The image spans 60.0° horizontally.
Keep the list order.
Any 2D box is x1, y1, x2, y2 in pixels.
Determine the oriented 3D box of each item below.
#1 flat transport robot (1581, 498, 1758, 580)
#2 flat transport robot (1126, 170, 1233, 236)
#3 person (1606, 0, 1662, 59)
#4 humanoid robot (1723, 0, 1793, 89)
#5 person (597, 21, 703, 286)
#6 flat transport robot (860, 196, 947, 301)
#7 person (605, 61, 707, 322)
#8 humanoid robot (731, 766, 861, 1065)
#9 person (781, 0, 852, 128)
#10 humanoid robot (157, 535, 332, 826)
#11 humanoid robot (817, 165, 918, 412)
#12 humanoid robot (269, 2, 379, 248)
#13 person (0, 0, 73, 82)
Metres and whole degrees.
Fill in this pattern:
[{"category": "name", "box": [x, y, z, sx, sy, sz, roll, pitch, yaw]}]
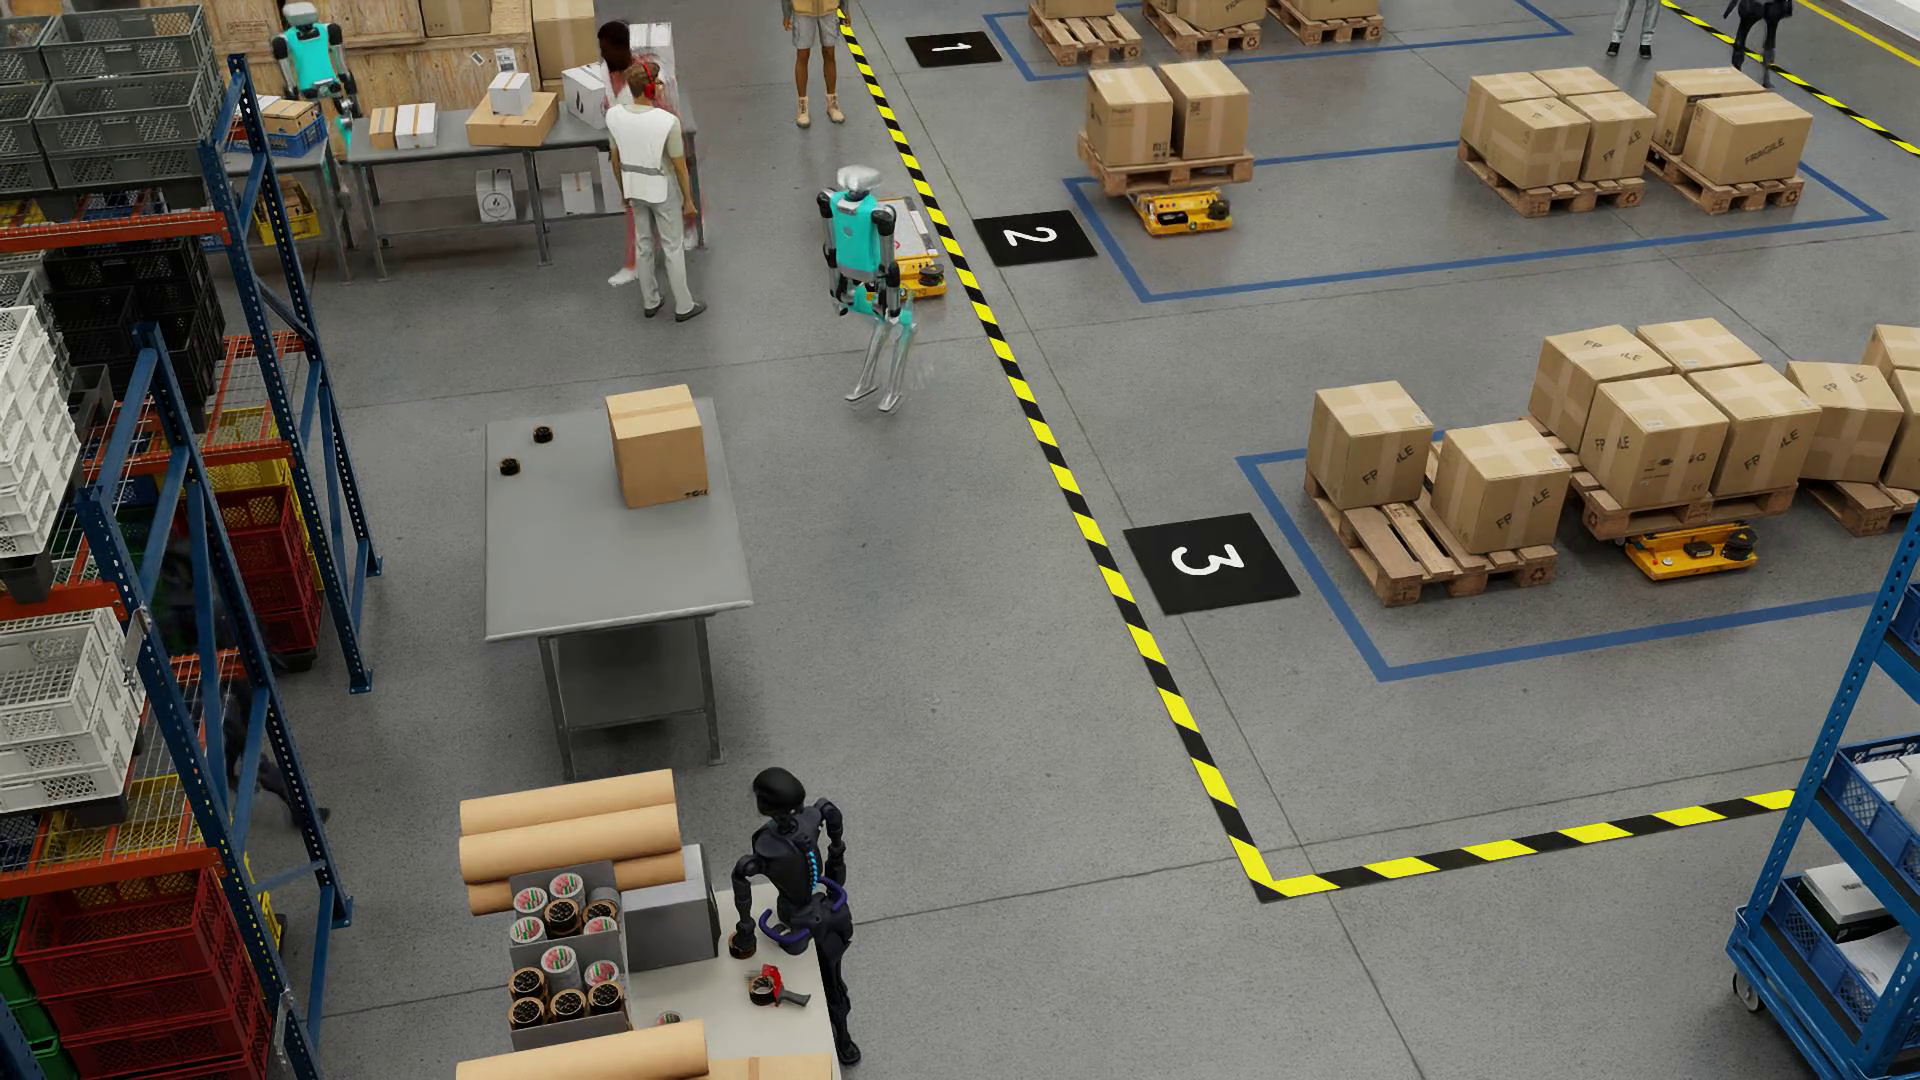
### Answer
[{"category": "flat transport robot", "box": [4.062, -0.294, 9.926, 0.652, 0.197, 1.431, -8, 37, -10]}, {"category": "flat transport robot", "box": [1.647, -2.876, 13.396, 0.652, 0.197, 1.431, -8, 37, -10]}, {"category": "person", "box": [6.486, -5.425, 15.543, 0.588, 1.821, 0.403, 10, 38, 13]}, {"category": "humanoid robot", "box": [7.210, -4.820, 14.857, 0.613, 1.644, 0.487, -4, 37, -5]}, {"category": "person", "box": [-2.290, -2.857, 12.049, 0.597, 1.877, 0.911, 30, 46, 34]}, {"category": "flat transport robot", "box": [-0.570, -2.220, 12.538, 0.659, 0.231, 1.431, -8, 37, -10]}, {"category": "person", "box": [-2.103, -2.357, 11.405, 0.563, 1.838, 0.391, 13, 39, 17]}, {"category": "humanoid robot", "box": [-0.626, 1.502, 6.344, 0.315, 1.655, 0.599, 29, 45, 33]}, {"category": "person", "box": [-1.222, -4.531, 14.168, 0.604, 2.033, 0.387, -9, 38, -12]}, {"category": "humanoid robot", "box": [-3.303, 0.622, 7.572, 0.770, 1.628, 0.609, 10, 38, 14]}, {"category": "humanoid robot", "box": [-0.487, -1.623, 10.392, 0.533, 1.677, 0.735, 21, 41, 26]}, {"category": "humanoid robot", "box": [-4.622, -3.047, 12.435, 0.533, 1.795, 0.795, -28, 45, -32]}, {"category": "person", "box": [-7.885, -4.513, 14.233, 0.564, 1.919, 0.460, -24, 43, -28]}]
